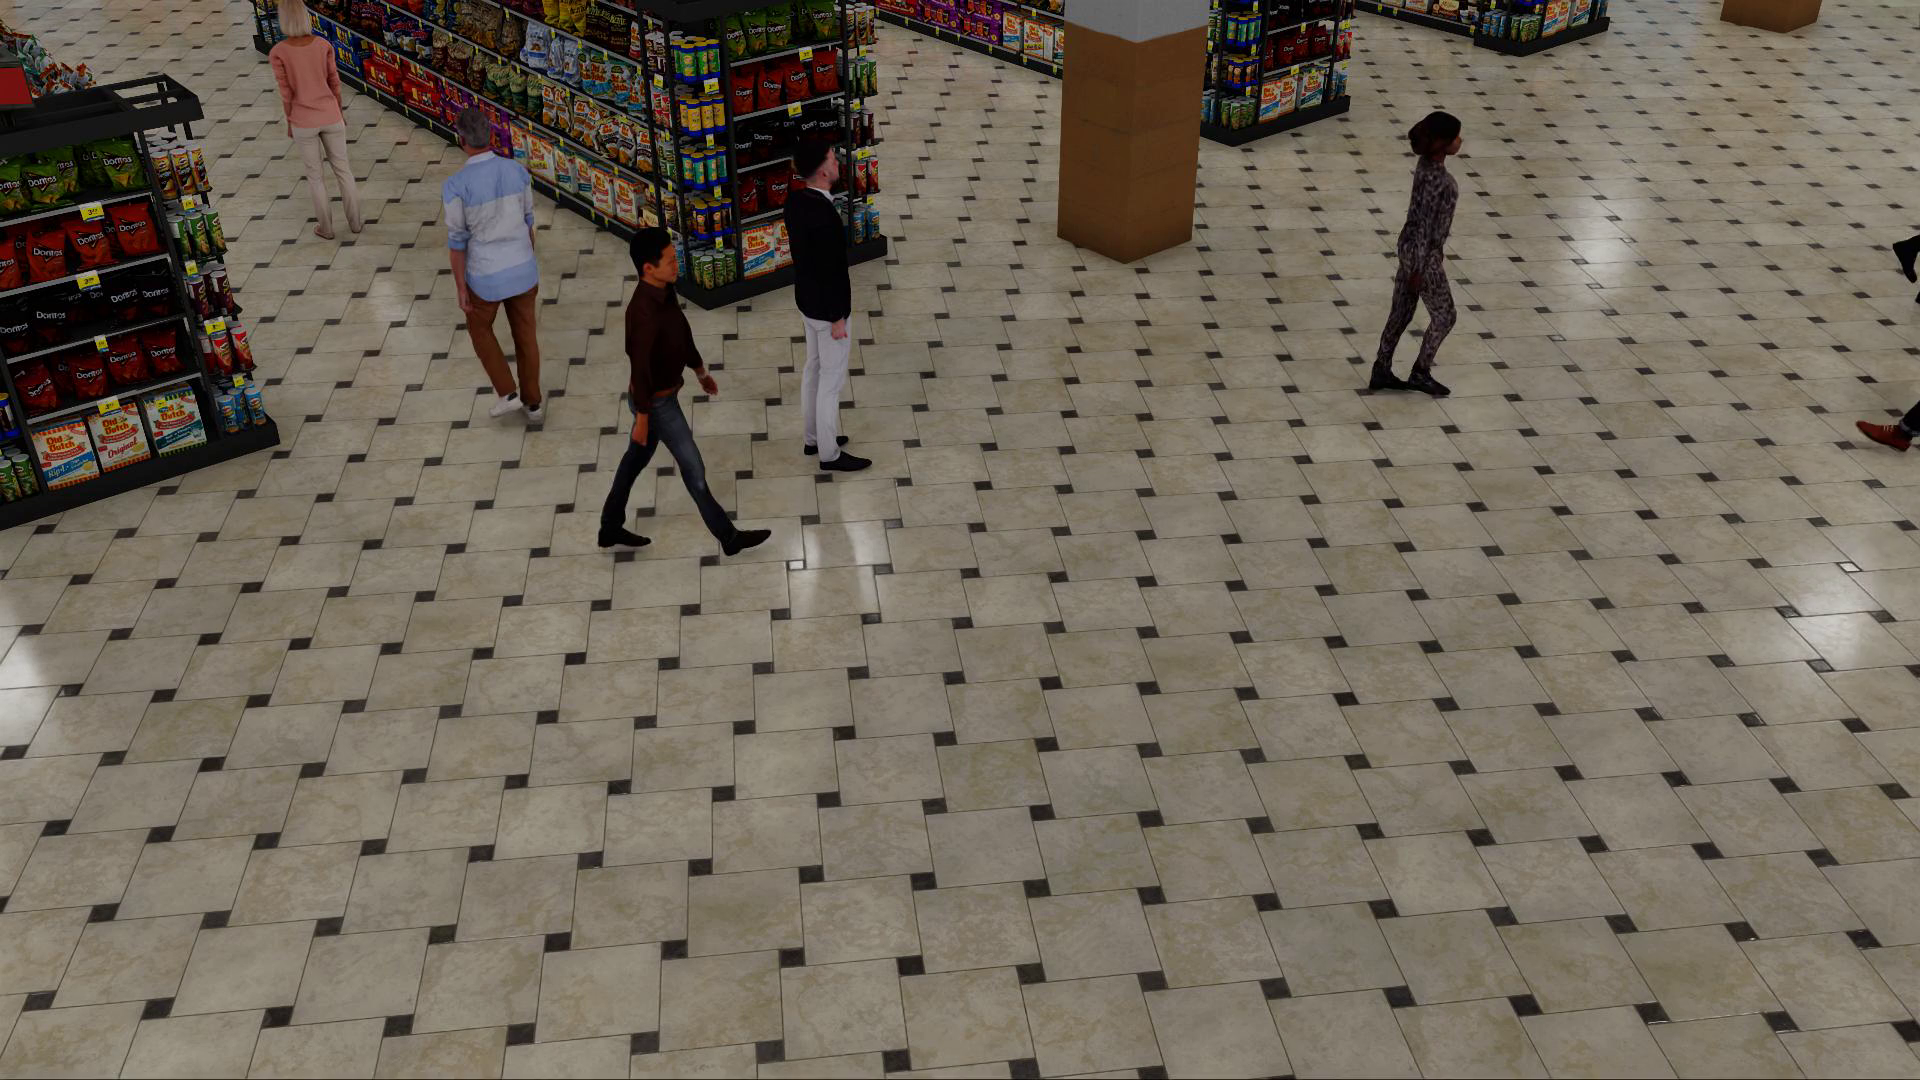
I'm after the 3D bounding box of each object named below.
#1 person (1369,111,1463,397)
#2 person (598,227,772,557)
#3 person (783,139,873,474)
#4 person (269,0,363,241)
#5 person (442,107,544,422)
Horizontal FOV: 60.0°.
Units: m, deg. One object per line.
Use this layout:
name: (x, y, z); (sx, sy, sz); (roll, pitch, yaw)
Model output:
person: (2.576, -1.632, 9.631); (0.842, 1.701, 0.779); (5, 32, 8)
person: (-1.558, -0.661, 8.044); (1.126, 1.729, 1.157); (-3, 32, -4)
person: (-0.743, -1.241, 8.866); (0.774, 1.845, 0.598); (-13, 34, -20)
person: (-4.575, -2.999, 11.804); (0.610, 1.726, 0.536); (-21, 38, -30)
person: (-2.514, -1.465, 9.263); (0.718, 1.807, 0.659); (-22, 38, -31)
